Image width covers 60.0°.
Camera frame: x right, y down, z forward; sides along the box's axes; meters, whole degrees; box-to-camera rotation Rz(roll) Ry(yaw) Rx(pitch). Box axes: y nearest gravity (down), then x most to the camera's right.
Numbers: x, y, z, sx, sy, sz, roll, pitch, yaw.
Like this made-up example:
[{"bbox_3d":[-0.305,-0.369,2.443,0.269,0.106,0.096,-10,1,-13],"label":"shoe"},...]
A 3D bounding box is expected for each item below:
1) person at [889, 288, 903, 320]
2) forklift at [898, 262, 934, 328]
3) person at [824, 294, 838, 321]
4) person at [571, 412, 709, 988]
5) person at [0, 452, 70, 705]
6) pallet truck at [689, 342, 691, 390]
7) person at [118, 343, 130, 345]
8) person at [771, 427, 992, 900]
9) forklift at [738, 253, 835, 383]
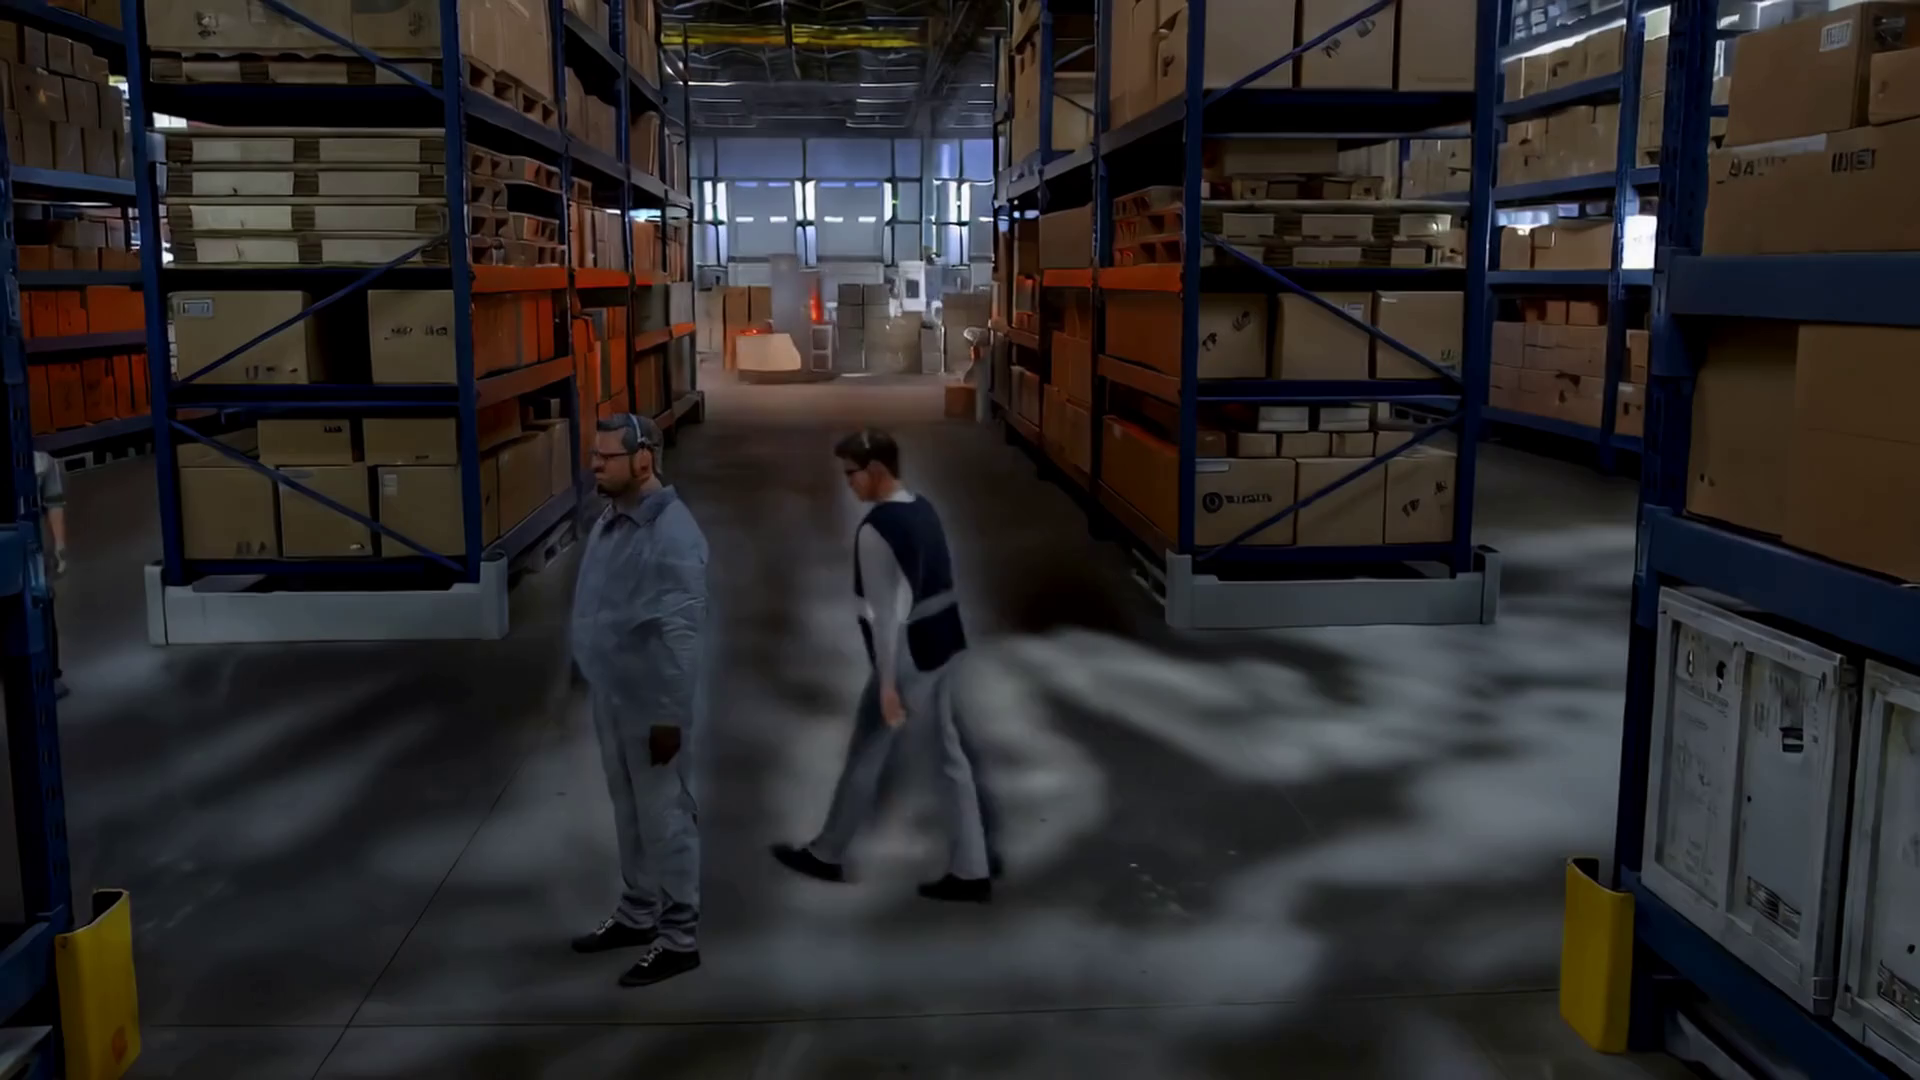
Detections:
[{"bbox_3d":[-2.294,-7.824,57.959,0.634,1.929,0.387,3,10,21],"label":"person"},{"bbox_3d":[-1.686,-8.468,59.002,1.129,2.768,1.873,-3,10,-19],"label":"forklift"},{"bbox_3d":[-4.489,-7.715,57.980,0.537,1.696,0.321,-4,10,-23],"label":"person"},{"bbox_3d":[-1.093,0.523,5.591,0.410,1.909,0.642,-6,11,-34],"label":"person"},{"bbox_3d":[-5.199,0.065,9.152,0.535,1.691,0.317,-4,10,-23],"label":"person"},{"bbox_3d":[-5.225,-3.008,27.480,1.885,1.965,0.823,2,9,14],"label":"pallet truck"},{"bbox_3d":[-13.999,-2.894,27.843,0.533,1.649,0.864,0,9,-1],"label":"person"},{"bbox_3d":[-0.277,0.472,6.285,0.941,1.781,0.579,4,10,23],"label":"person"},{"bbox_3d":[-3.829,-4.864,36.372,1.873,2.768,1.129,-5,10,-30],"label":"forklift"}]
